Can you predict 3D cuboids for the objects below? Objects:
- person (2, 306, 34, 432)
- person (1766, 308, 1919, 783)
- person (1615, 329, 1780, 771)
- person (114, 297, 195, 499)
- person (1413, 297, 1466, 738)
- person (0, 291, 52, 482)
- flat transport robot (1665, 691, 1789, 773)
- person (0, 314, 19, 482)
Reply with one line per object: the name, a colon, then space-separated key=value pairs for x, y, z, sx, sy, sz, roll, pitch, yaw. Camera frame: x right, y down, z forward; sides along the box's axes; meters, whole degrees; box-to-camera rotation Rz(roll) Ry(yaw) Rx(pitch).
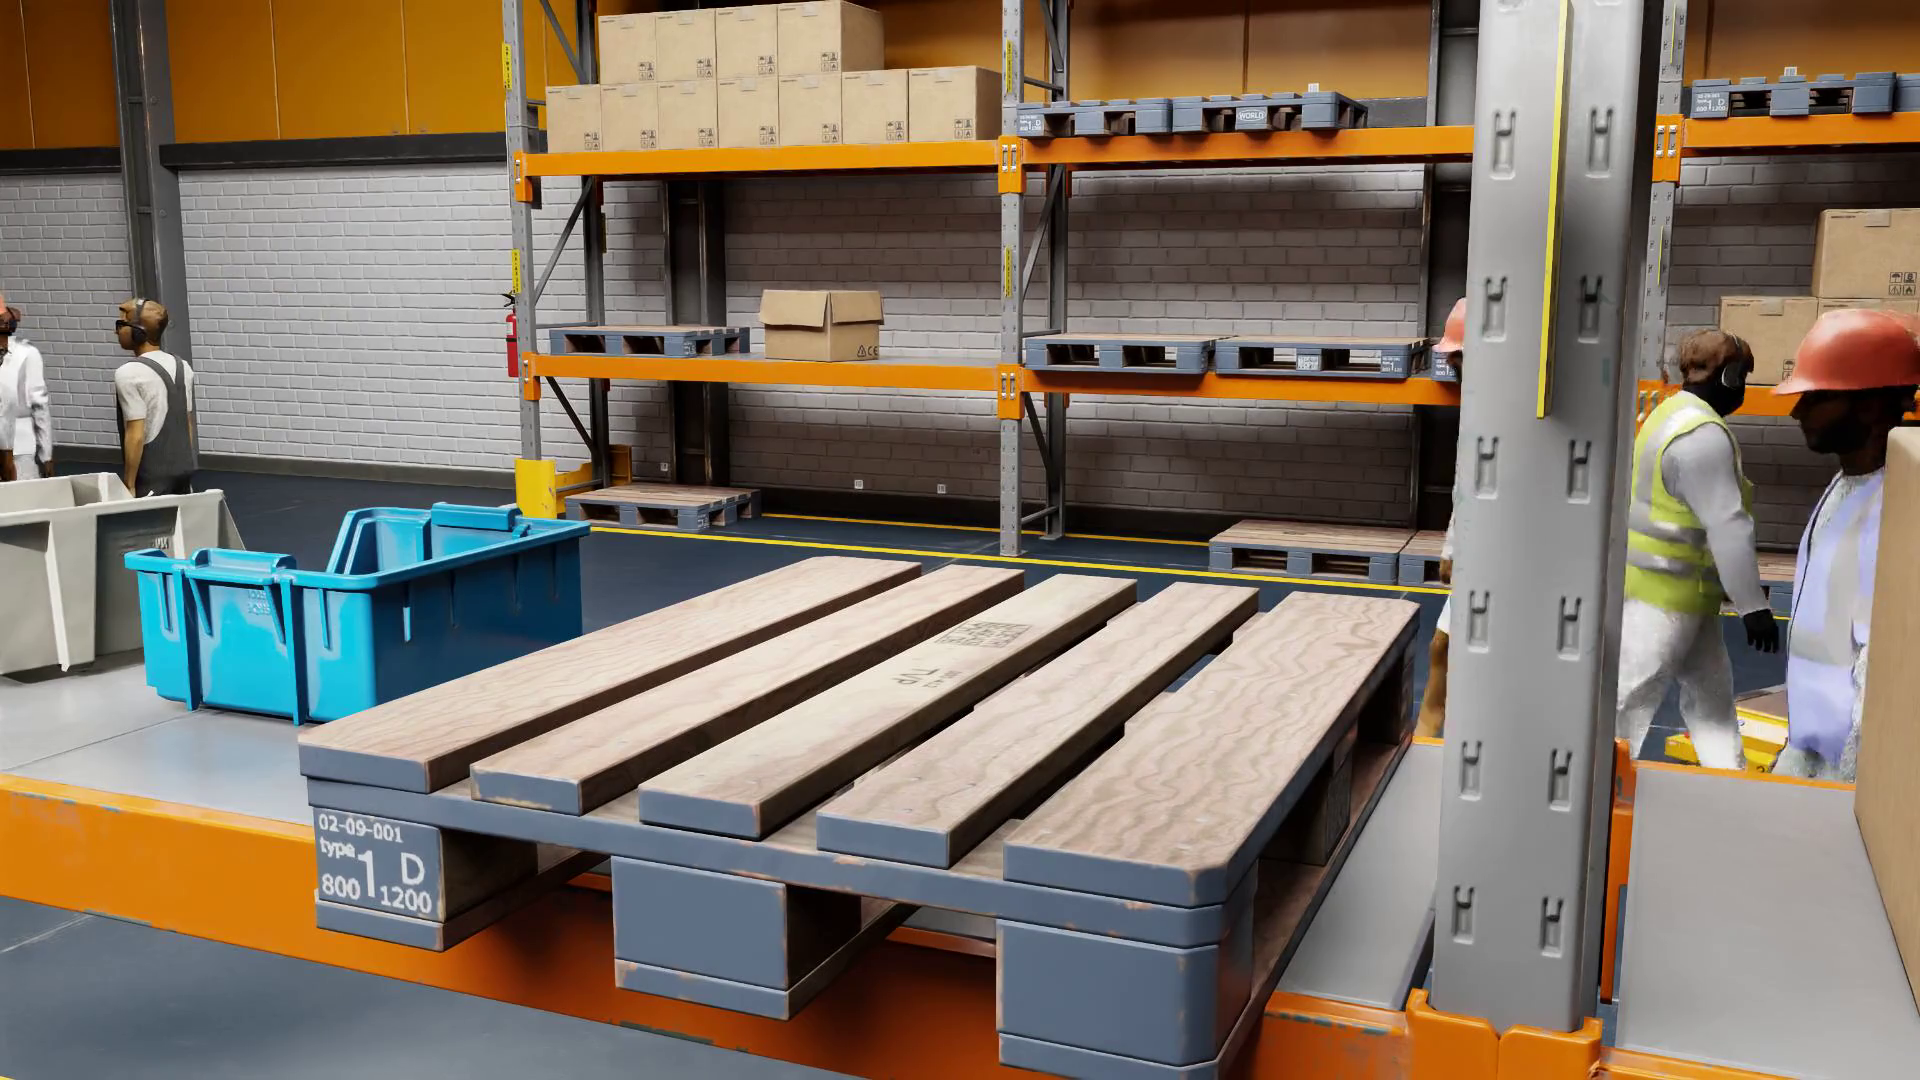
person: x=-8.288 y=-1.212 z=14.528 sx=0.514 sy=1.641 sz=0.315 roll=1 pitch=10 yaw=8
person: x=2.016 y=0.446 z=3.762 sx=0.466 sy=1.923 sz=0.550 roll=2 pitch=10 yaw=12
person: x=2.518 y=0.207 z=5.569 sx=0.870 sy=1.792 sz=0.739 roll=3 pitch=10 yaw=19
person: x=-4.105 y=-0.307 z=8.497 sx=0.345 sy=1.847 sz=0.506 roll=2 pitch=10 yaw=9
person: x=1.864 y=0.045 z=6.238 sx=0.915 sy=1.889 sz=0.585 roll=2 pitch=10 yaw=10
person: x=-5.575 y=-0.534 z=9.639 sx=0.547 sy=1.919 sz=0.658 roll=-6 pitch=11 yaw=-32
flat transport robot: x=3.611 y=0.761 z=6.800 sx=1.431 sy=0.197 sz=0.652 roll=-6 pitch=11 yaw=-33
person: x=-4.273 y=-0.058 z=7.048 sx=0.599 sy=1.832 sz=0.592 roll=5 pitch=11 yaw=26
